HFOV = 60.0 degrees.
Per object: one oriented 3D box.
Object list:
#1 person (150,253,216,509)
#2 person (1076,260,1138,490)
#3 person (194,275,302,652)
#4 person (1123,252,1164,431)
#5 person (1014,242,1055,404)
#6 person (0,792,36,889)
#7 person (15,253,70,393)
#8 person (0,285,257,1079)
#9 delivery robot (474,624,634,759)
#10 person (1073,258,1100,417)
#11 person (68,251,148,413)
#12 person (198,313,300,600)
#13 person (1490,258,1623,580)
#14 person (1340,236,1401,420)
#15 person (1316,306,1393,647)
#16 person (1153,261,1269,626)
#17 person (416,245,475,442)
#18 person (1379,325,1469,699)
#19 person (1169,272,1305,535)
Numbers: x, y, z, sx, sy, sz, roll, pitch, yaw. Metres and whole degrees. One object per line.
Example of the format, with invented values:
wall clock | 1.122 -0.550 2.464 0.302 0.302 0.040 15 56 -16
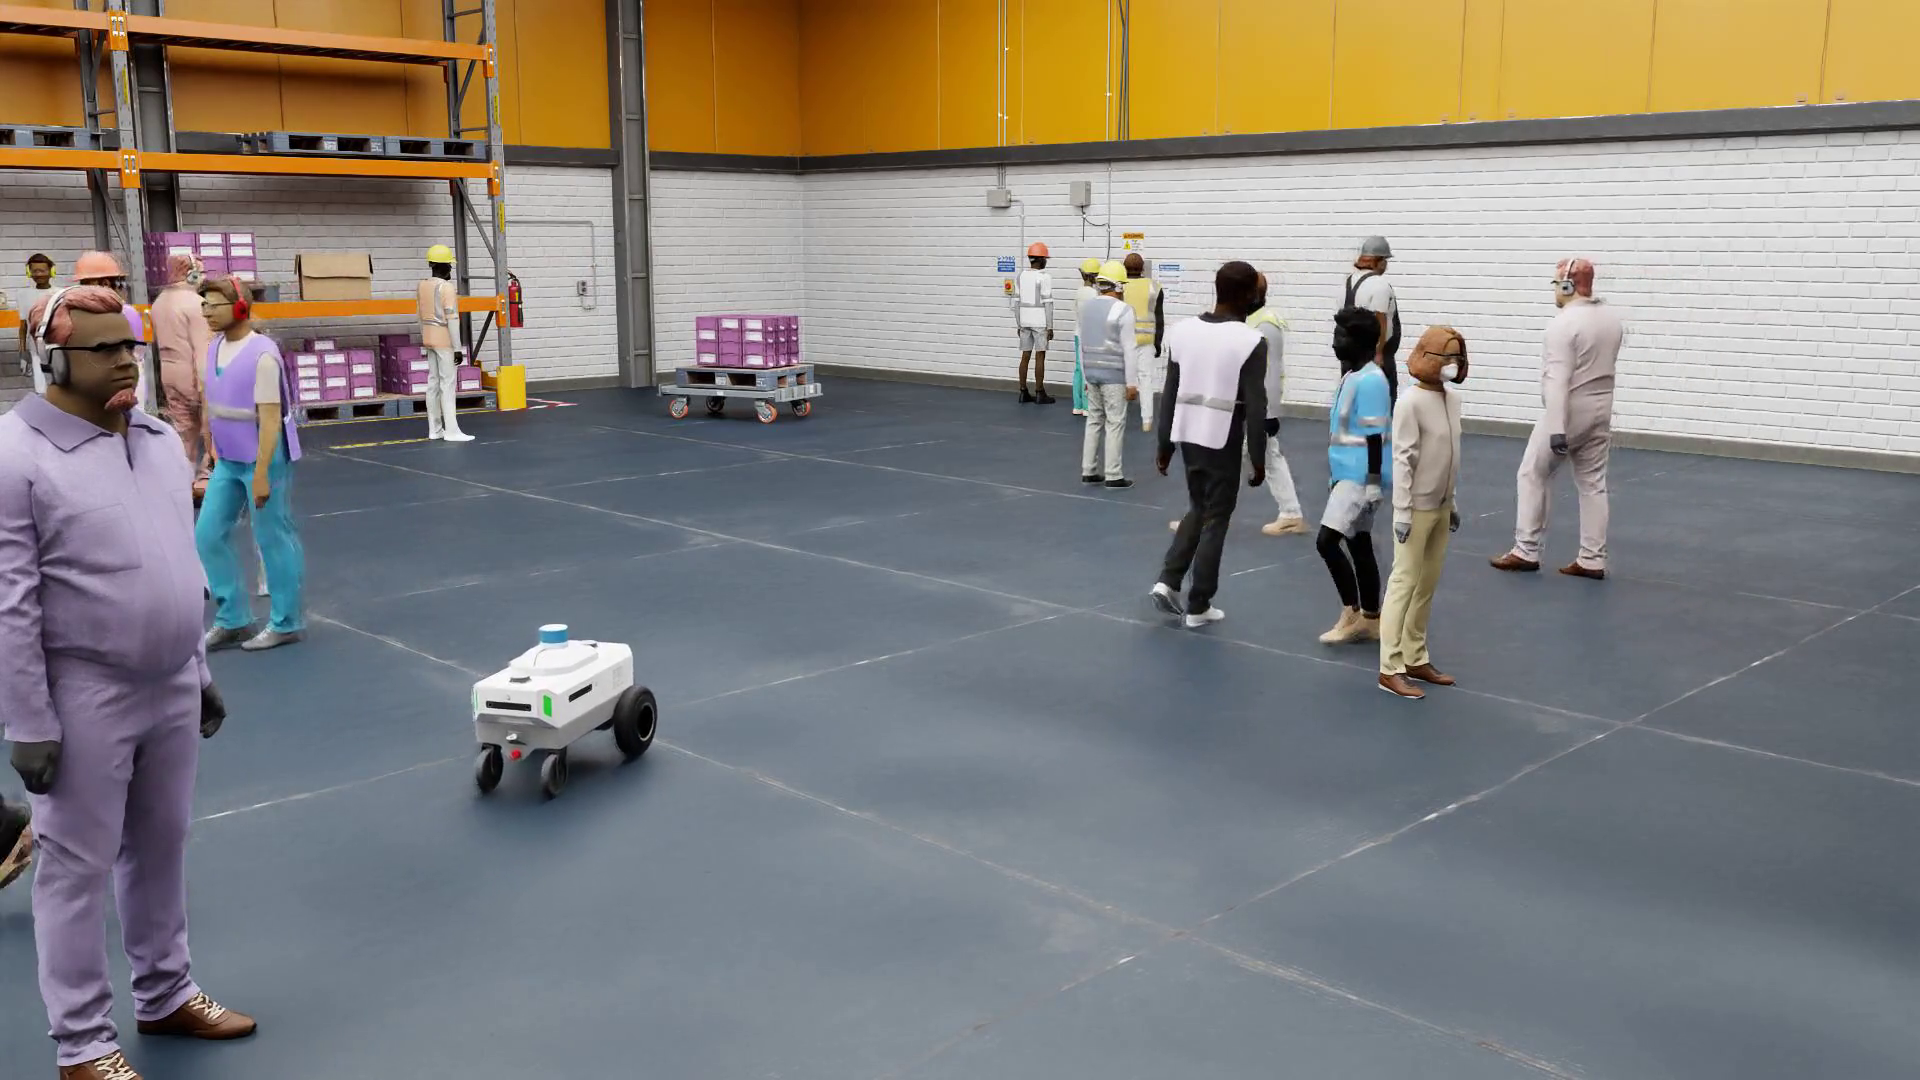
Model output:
person | -5.615 -1.158 12.247 0.668 1.888 0.498 7 13 35
person | 1.189 -1.308 13.262 0.404 1.826 0.599 -8 13 -39
person | -3.509 -0.344 7.983 0.596 1.826 0.642 8 13 37
person | 1.793 -2.041 17.214 0.627 1.847 0.429 0 10 -1
person | 0.918 -2.607 20.049 0.551 1.933 0.369 9 14 41
person | -3.022 0.215 4.648 0.547 1.940 0.611 -3 11 -15
person | -8.317 -1.679 15.197 0.513 1.862 0.327 -3 11 -14
person | -1.991 0.360 3.945 0.410 1.909 0.642 2 11 13
delivery robot | -1.524 0.562 6.277 0.477 0.478 0.707 3 11 15
person | 1.443 -2.251 18.567 0.316 1.769 0.524 -4 11 -18
person | -5.469 -0.889 10.720 0.565 1.917 0.410 9 14 41
person | -3.986 -0.449 9.152 0.522 1.623 0.631 3 11 18
person | 3.560 -0.720 9.899 0.655 1.885 0.751 -7 12 -32
person | 3.843 -1.765 15.170 0.901 2.000 0.703 -4 11 -20
person | 1.893 -0.295 8.119 0.475 1.677 0.557 1 10 3
person | 1.312 -0.475 8.540 0.444 1.892 0.622 -10 14 -43
person | -5.087 -1.926 16.357 0.585 1.928 0.365 8 13 38
person | 2.066 -0.128 7.356 0.277 1.631 0.507 10 14 42
person | 1.918 -0.898 11.128 0.953 1.792 0.646 0 10 -2
